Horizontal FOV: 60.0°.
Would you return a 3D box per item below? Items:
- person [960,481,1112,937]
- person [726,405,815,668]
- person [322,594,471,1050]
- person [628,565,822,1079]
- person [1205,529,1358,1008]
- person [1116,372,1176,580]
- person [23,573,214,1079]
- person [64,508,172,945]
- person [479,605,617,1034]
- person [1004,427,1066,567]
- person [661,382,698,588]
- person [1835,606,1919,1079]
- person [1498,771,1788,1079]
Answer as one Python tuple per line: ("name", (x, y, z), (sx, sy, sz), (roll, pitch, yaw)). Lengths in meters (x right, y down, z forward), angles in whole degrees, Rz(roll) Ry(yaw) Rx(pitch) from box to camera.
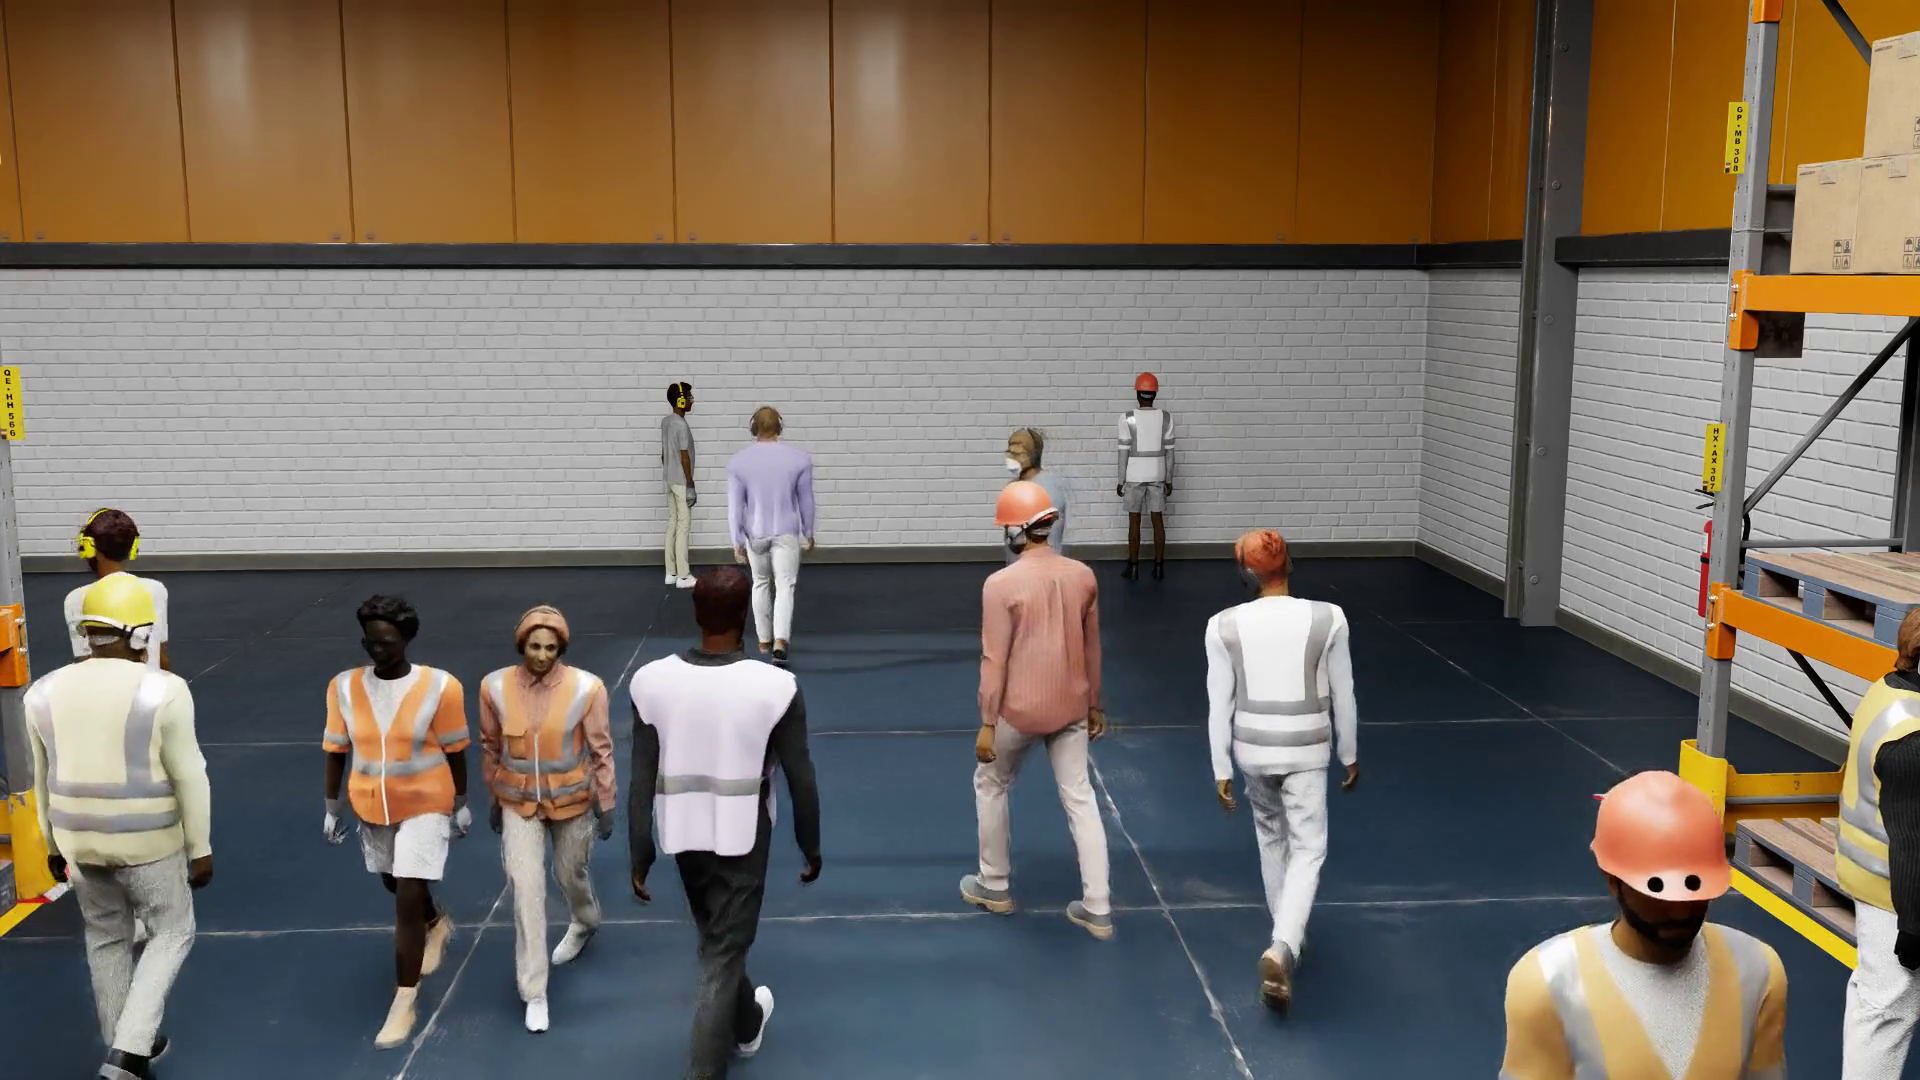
("person", (0.301, 0.718, 7.245), (0.681, 1.942, 0.892), (-6, 11, -34))
("person", (-1.382, -0.036, 12.146), (0.632, 1.905, 0.955), (0, 9, -1))
("person", (-2.139, 0.996, 6.410), (0.539, 1.660, 0.847), (1, 9, 4))
("person", (-0.792, 1.010, 5.682), (0.605, 1.857, 1.013), (2, 9, 13))
("person", (1.253, 0.877, 6.582), (0.601, 1.844, 0.859), (3, 10, 19))
("person", (1.722, -0.594, 15.508), (0.552, 1.937, 0.356), (-1, 9, -9))
("person", (-2.890, 1.026, 5.740), (0.633, 1.811, 0.517), (1, 9, 3))
("person", (-3.515, 0.802, 7.063), (0.518, 1.845, 0.590), (3, 10, 21))
("person", (-1.592, 1.012, 6.507), (0.523, 1.593, 0.804), (0, 9, -3))
("person", (0.487, 0.256, 10.254), (0.603, 1.923, 0.628), (-4, 10, -22))
("person", (-2.536, -0.500, 15.146), (0.328, 1.869, 0.521), (-6, 11, -33))
("person", (2.983, 1.100, 5.222), (0.430, 1.836, 0.619), (4, 10, 24))
("person", (1.321, 1.359, 3.304), (0.558, 1.917, 0.551), (0, 9, -3))
